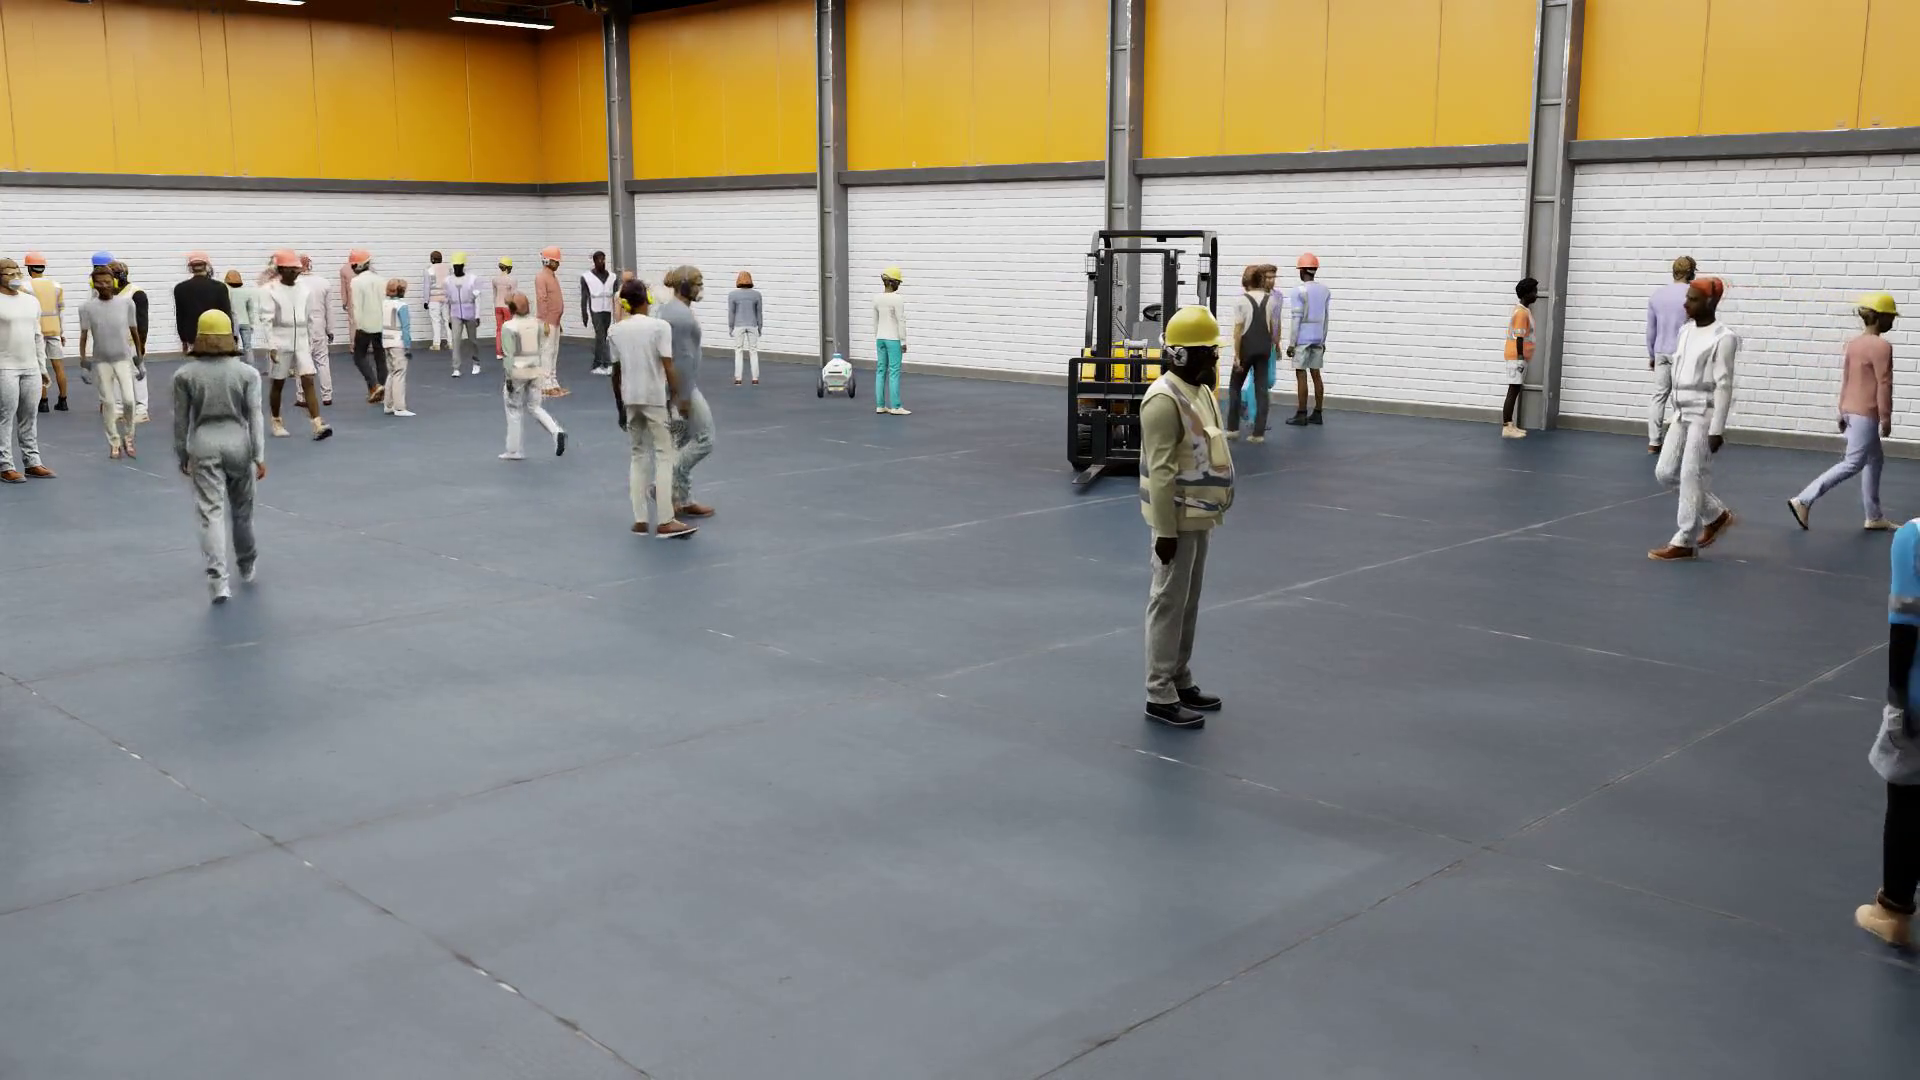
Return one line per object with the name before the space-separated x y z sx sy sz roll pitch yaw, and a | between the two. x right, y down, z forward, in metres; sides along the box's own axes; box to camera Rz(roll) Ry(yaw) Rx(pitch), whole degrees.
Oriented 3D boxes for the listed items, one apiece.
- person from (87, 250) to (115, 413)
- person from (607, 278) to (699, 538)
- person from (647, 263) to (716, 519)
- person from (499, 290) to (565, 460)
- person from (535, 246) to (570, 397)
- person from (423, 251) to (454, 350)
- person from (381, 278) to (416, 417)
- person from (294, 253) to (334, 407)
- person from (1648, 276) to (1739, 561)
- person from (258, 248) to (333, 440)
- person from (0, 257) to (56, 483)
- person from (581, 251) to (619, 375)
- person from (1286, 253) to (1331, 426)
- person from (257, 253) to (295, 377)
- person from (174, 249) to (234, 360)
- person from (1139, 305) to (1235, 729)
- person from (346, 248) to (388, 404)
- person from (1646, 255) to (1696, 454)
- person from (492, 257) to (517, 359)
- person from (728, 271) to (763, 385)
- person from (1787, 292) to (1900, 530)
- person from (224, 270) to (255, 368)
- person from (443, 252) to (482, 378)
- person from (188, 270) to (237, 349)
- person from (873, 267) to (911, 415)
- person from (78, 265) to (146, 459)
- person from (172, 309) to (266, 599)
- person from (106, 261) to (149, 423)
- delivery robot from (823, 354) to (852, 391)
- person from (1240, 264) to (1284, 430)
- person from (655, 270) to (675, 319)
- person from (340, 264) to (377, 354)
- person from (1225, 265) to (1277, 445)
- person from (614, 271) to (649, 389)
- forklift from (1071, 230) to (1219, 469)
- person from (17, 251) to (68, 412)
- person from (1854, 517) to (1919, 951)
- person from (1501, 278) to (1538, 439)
person | -10.197 -2.475 19.890 0.391 1.949 0.602 -8 13 -36
person | -2.187 -0.936 11.839 0.688 1.829 0.431 4 11 19
person | -2.052 -1.094 12.423 0.443 1.923 0.640 -3 11 -15
person | -4.090 -1.548 15.731 0.646 1.617 0.521 7 12 32
person | -5.427 -2.899 22.092 0.386 1.989 0.608 0 10 3
person | -9.732 -4.466 31.043 0.429 1.841 0.634 10 14 43
person | -6.659 -2.273 19.668 0.316 1.633 0.524 -10 14 -43
person | -8.168 -2.619 20.797 0.652 1.904 0.402 -7 13 -35
person | 4.834 -0.780 10.859 0.521 1.872 0.595 -1 10 -6
person | -6.952 -2.026 17.326 1.066 1.984 0.631 10 14 42
person | -8.201 -1.471 14.446 0.373 1.940 0.628 4 11 20
person | -5.413 -3.453 25.408 0.617 1.873 0.955 -10 14 -43
person | 3.893 -2.256 18.726 0.552 1.935 0.374 -6 12 -31
person | -10.369 -3.383 25.078 0.789 1.875 0.399 4 11 21
person | -8.505 -2.287 18.796 0.641 1.970 0.444 -1 10 -7
person | 0.995 -0.108 7.300 0.404 1.830 0.602 5 11 24
person | -7.421 -2.685 20.967 0.469 1.974 0.615 7 13 34
person | 6.923 -1.772 16.088 0.379 1.940 0.629 -6 12 -28
person | -7.797 -3.977 28.609 0.518 1.756 0.344 4 11 22
person | -3.059 -3.023 23.768 0.495 1.622 0.297 -3 11 -16
person | 6.431 -0.914 11.957 0.786 1.736 0.529 1 10 7
person | -10.504 -3.102 24.173 0.282 1.633 0.500 9 14 42
person | -7.561 -3.435 25.334 0.589 1.883 1.006 -1 10 -3
person | -9.406 -2.581 20.853 0.650 1.815 0.476 -6 12 -31
person | -0.819 -2.369 19.833 0.323 1.761 0.523 -10 14 -44
person | -8.069 -1.680 15.826 0.573 1.847 0.547 -5 12 -27
person | -4.412 -0.522 9.927 0.502 1.695 0.895 -4 11 -19
person | -9.545 -2.250 18.962 0.626 1.844 0.429 3 11 16
delivery robot | -1.627 -2.225 22.051 0.477 0.478 0.707 1 11 0
person | 3.276 -2.141 18.411 0.596 1.823 0.590 -7 13 -35
person | -4.117 -3.051 23.891 0.507 1.632 0.267 2 11 13
person | -10.772 -4.281 29.885 0.647 1.902 0.400 -3 11 -17
person | 2.980 -1.909 17.156 0.505 1.814 0.785 -3 11 -14
person | -4.556 -2.902 23.076 0.513 1.635 0.311 -7 13 -34
forklift | 1.804 -1.825 15.677 1.214 2.155 2.313 2 11 13
person | -11.107 -2.512 20.125 0.358 1.937 0.549 7 12 32
person | 2.879 0.450 4.688 0.535 1.672 0.726 1 10 7
person | 5.912 -1.919 17.576 0.321 1.691 0.532 4 11 20
